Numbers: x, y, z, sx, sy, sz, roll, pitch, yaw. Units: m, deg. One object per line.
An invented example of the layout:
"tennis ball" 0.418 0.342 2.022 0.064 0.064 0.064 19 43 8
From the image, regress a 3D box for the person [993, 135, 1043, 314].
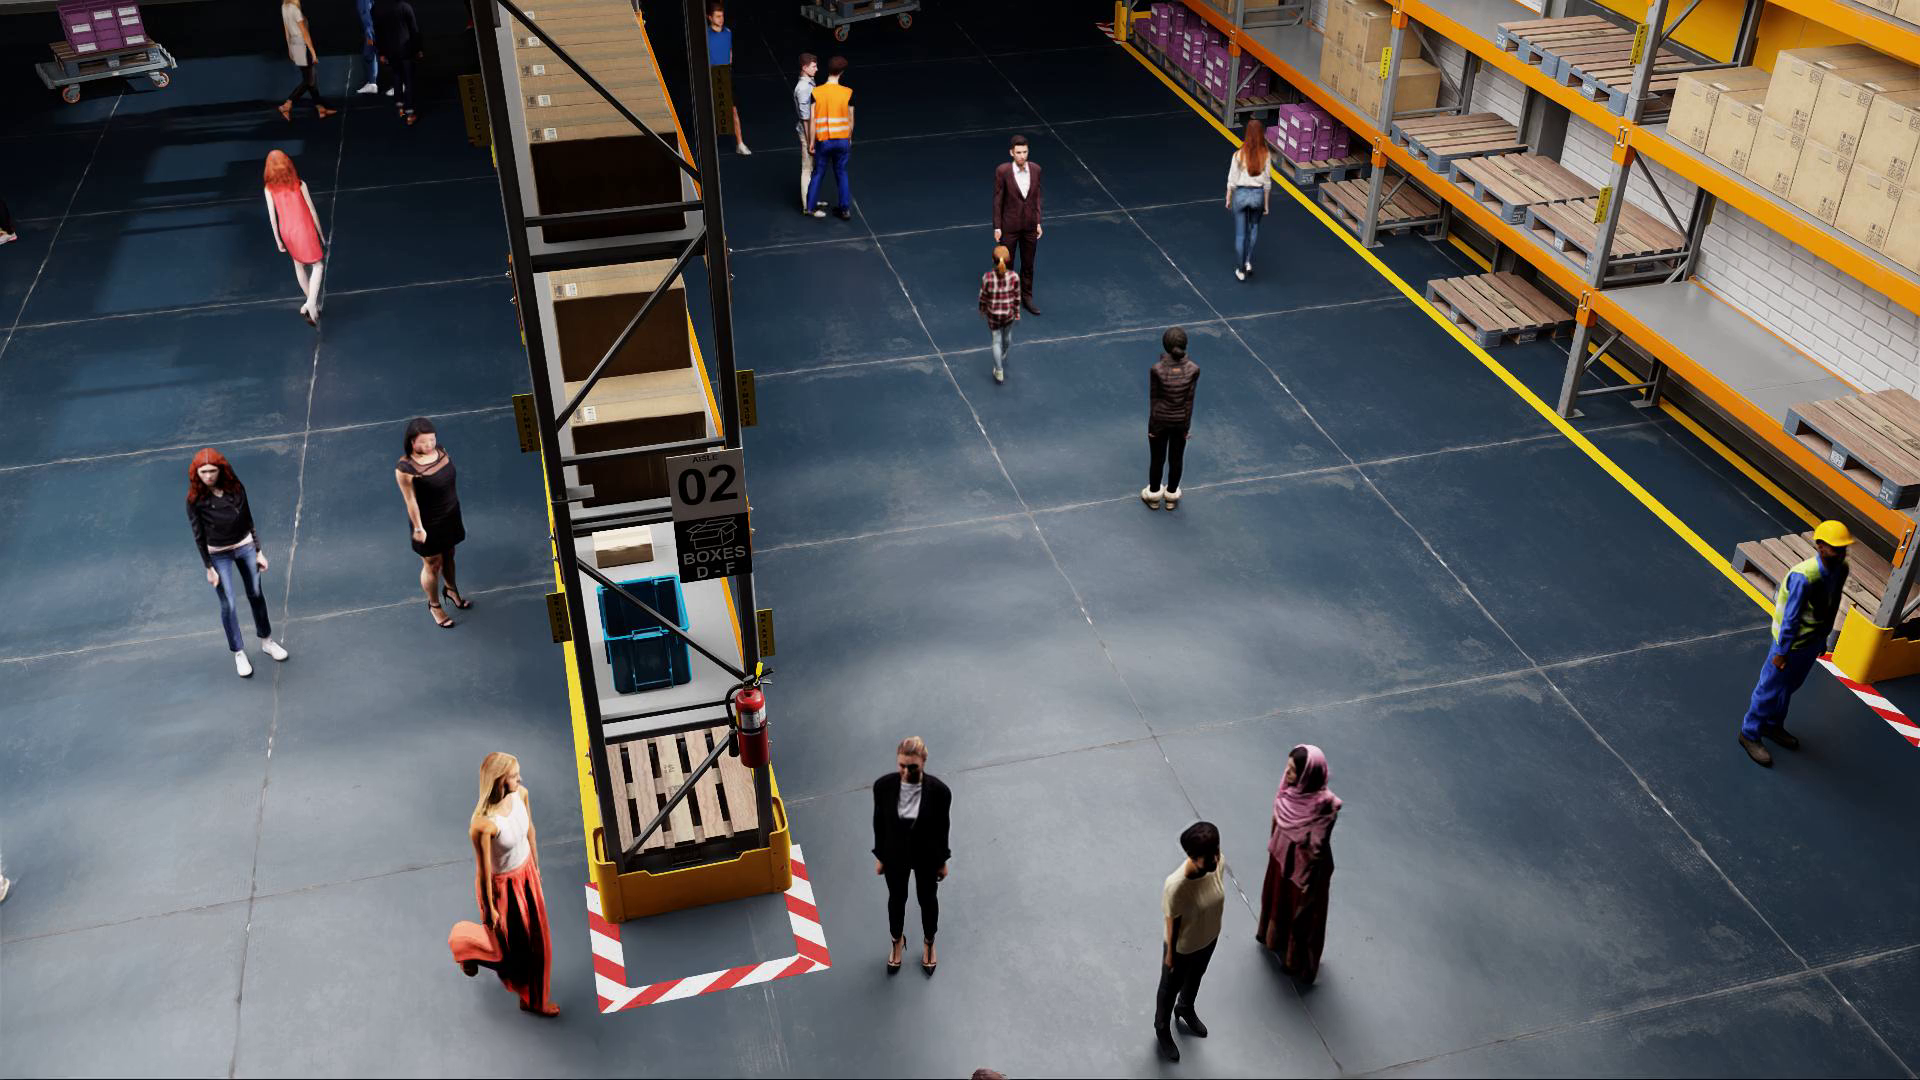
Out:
"person" 0.584 -3.175 16.746 0.690 1.865 0.602 -11 35 -15

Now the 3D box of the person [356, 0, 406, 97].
"person" -7.793 -6.889 22.399 0.871 1.794 0.881 -16 37 -23

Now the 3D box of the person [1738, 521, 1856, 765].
"person" 5.576 0.645 11.047 0.718 1.813 0.671 -18 37 -24

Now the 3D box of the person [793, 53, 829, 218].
"person" -1.726 -4.637 18.962 0.772 1.847 0.607 2 34 3

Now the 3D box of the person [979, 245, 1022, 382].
"person" 0.389 -2.115 15.689 0.621 1.270 0.908 -3 34 -5

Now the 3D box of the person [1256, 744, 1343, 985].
"person" 1.944 1.799 9.475 0.787 1.631 0.615 -14 36 -20

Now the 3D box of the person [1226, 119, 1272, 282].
"person" 3.031 -3.521 17.399 0.685 1.718 0.709 1 34 1

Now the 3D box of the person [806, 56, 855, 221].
"person" -1.379 -4.472 18.706 0.787 1.856 0.754 -12 35 -17

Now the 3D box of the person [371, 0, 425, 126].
"person" -7.247 -6.255 21.435 0.790 1.805 0.786 2 34 3

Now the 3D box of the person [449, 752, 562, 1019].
"person" -2.566 1.888 9.211 1.026 1.774 0.997 16 37 23

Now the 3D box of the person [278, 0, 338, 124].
"person" -8.573 -6.244 21.420 1.066 1.804 1.013 28 42 35

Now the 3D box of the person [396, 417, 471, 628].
"person" -3.909 -0.152 12.334 0.820 1.715 0.736 12 36 18

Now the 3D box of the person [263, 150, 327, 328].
"person" -6.532 -2.936 16.441 0.699 1.804 1.040 -4 34 -6

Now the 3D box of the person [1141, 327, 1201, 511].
"person" 1.718 -0.960 13.599 0.613 1.661 0.665 -4 34 -6

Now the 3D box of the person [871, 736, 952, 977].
"person" -0.267 1.791 9.418 0.676 1.707 0.658 3 34 4

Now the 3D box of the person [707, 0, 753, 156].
"person" -3.058 -5.710 20.592 0.945 1.830 1.276 -23 40 -30

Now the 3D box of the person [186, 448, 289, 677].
"person" -5.182 0.129 11.844 0.658 1.790 0.673 -25 41 -33

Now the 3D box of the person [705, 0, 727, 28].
"person" -3.290 -6.842 22.401 0.864 1.713 0.984 -27 42 -35

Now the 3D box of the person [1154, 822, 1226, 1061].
"person" 1.251 2.144 8.996 0.653 1.587 0.621 -25 41 -33
